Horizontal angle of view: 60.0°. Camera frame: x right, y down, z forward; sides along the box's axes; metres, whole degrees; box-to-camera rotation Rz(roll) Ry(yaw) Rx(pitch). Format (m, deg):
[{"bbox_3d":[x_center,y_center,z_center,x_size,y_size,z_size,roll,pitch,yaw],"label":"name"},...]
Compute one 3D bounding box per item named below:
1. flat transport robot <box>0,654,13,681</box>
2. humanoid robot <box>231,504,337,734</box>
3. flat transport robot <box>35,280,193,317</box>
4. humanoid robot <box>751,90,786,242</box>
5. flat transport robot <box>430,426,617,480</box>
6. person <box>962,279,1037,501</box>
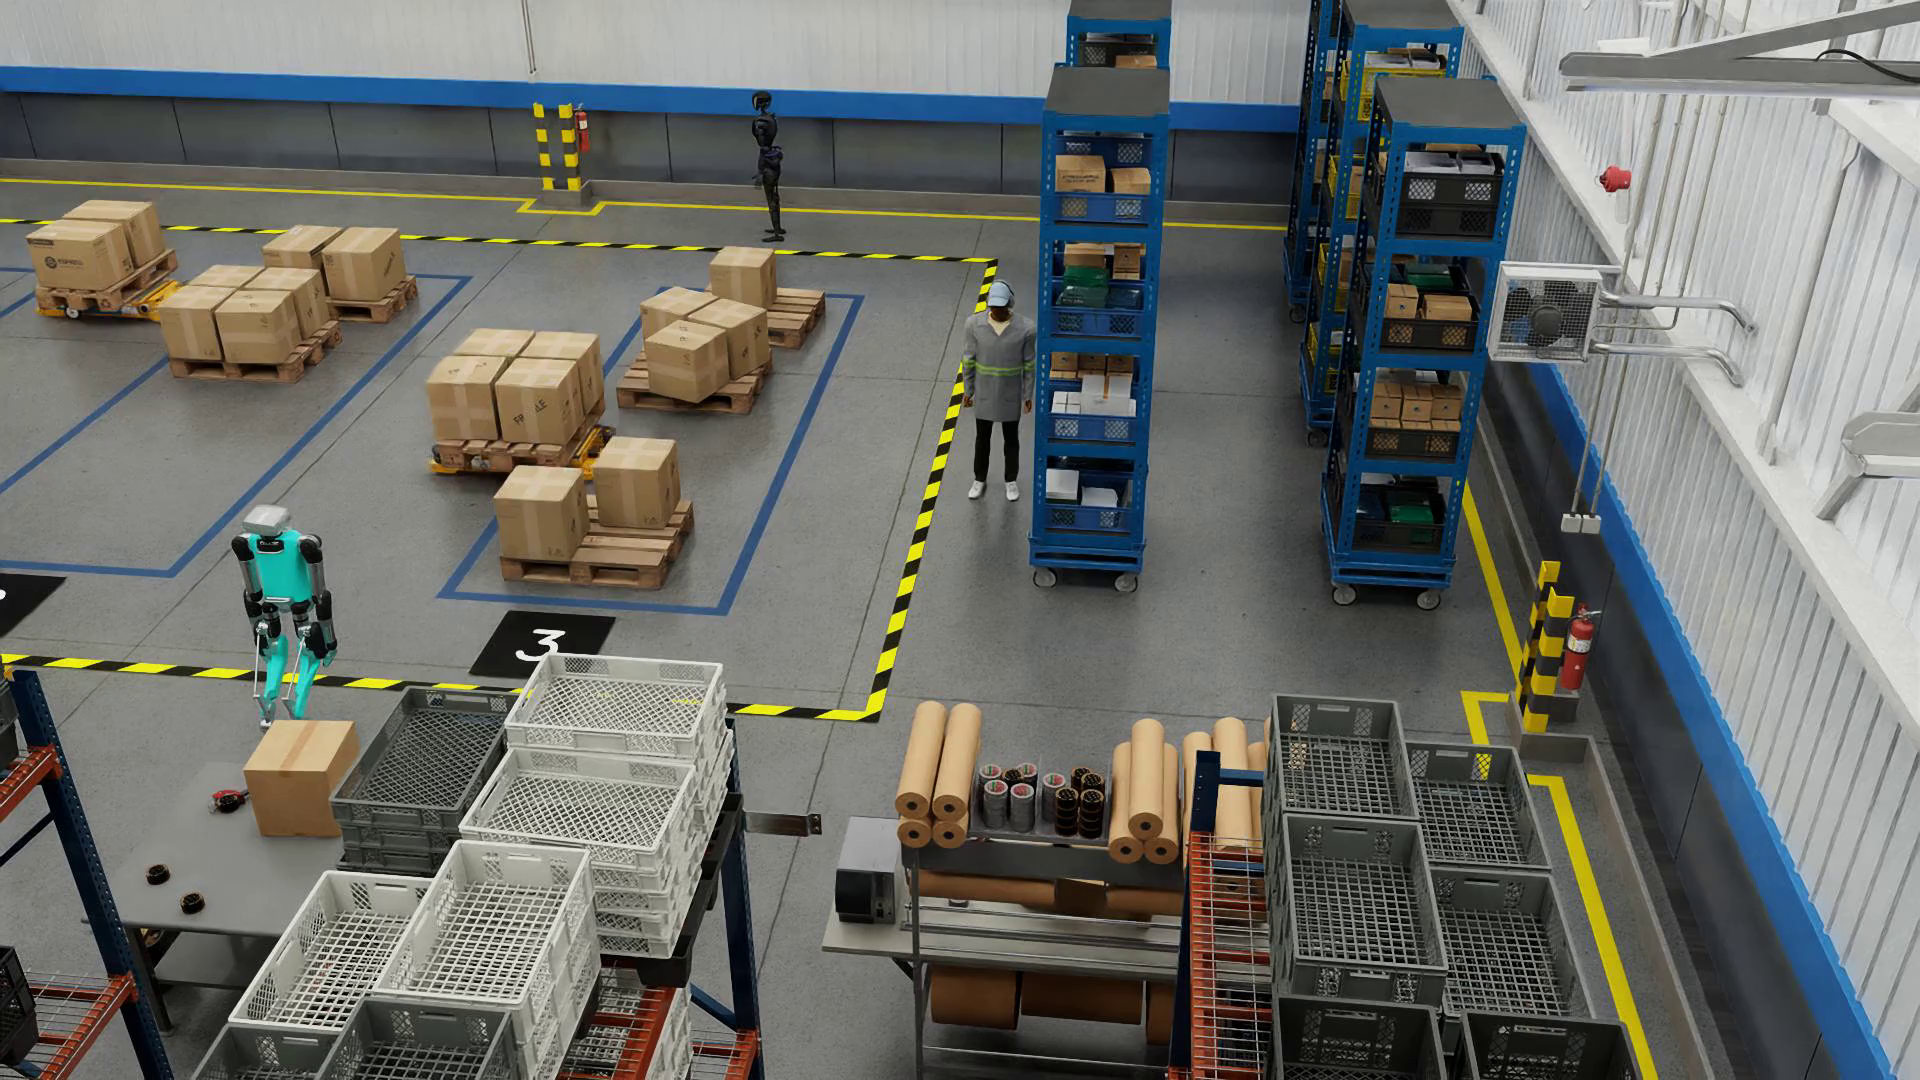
[{"bbox_3d":[-7.142,0.969,11.010,1.431,0.231,0.659,3,30,6],"label":"flat transport robot"},{"bbox_3d":[-4.067,0.661,9.945,0.533,1.677,0.735,3,30,5],"label":"humanoid robot"},{"bbox_3d":[-8.544,-2.465,16.880,1.431,0.197,0.652,3,30,6],"label":"flat transport robot"},{"bbox_3d":[-2.124,-4.127,18.347,0.315,1.657,0.599,2,30,4],"label":"humanoid robot"},{"bbox_3d":[-3.642,-0.769,13.967,1.431,0.197,0.652,3,30,6],"label":"flat transport robot"},{"bbox_3d":[0.301,-1.173,13.115,0.587,1.852,0.379,4,30,6],"label":"person"}]
